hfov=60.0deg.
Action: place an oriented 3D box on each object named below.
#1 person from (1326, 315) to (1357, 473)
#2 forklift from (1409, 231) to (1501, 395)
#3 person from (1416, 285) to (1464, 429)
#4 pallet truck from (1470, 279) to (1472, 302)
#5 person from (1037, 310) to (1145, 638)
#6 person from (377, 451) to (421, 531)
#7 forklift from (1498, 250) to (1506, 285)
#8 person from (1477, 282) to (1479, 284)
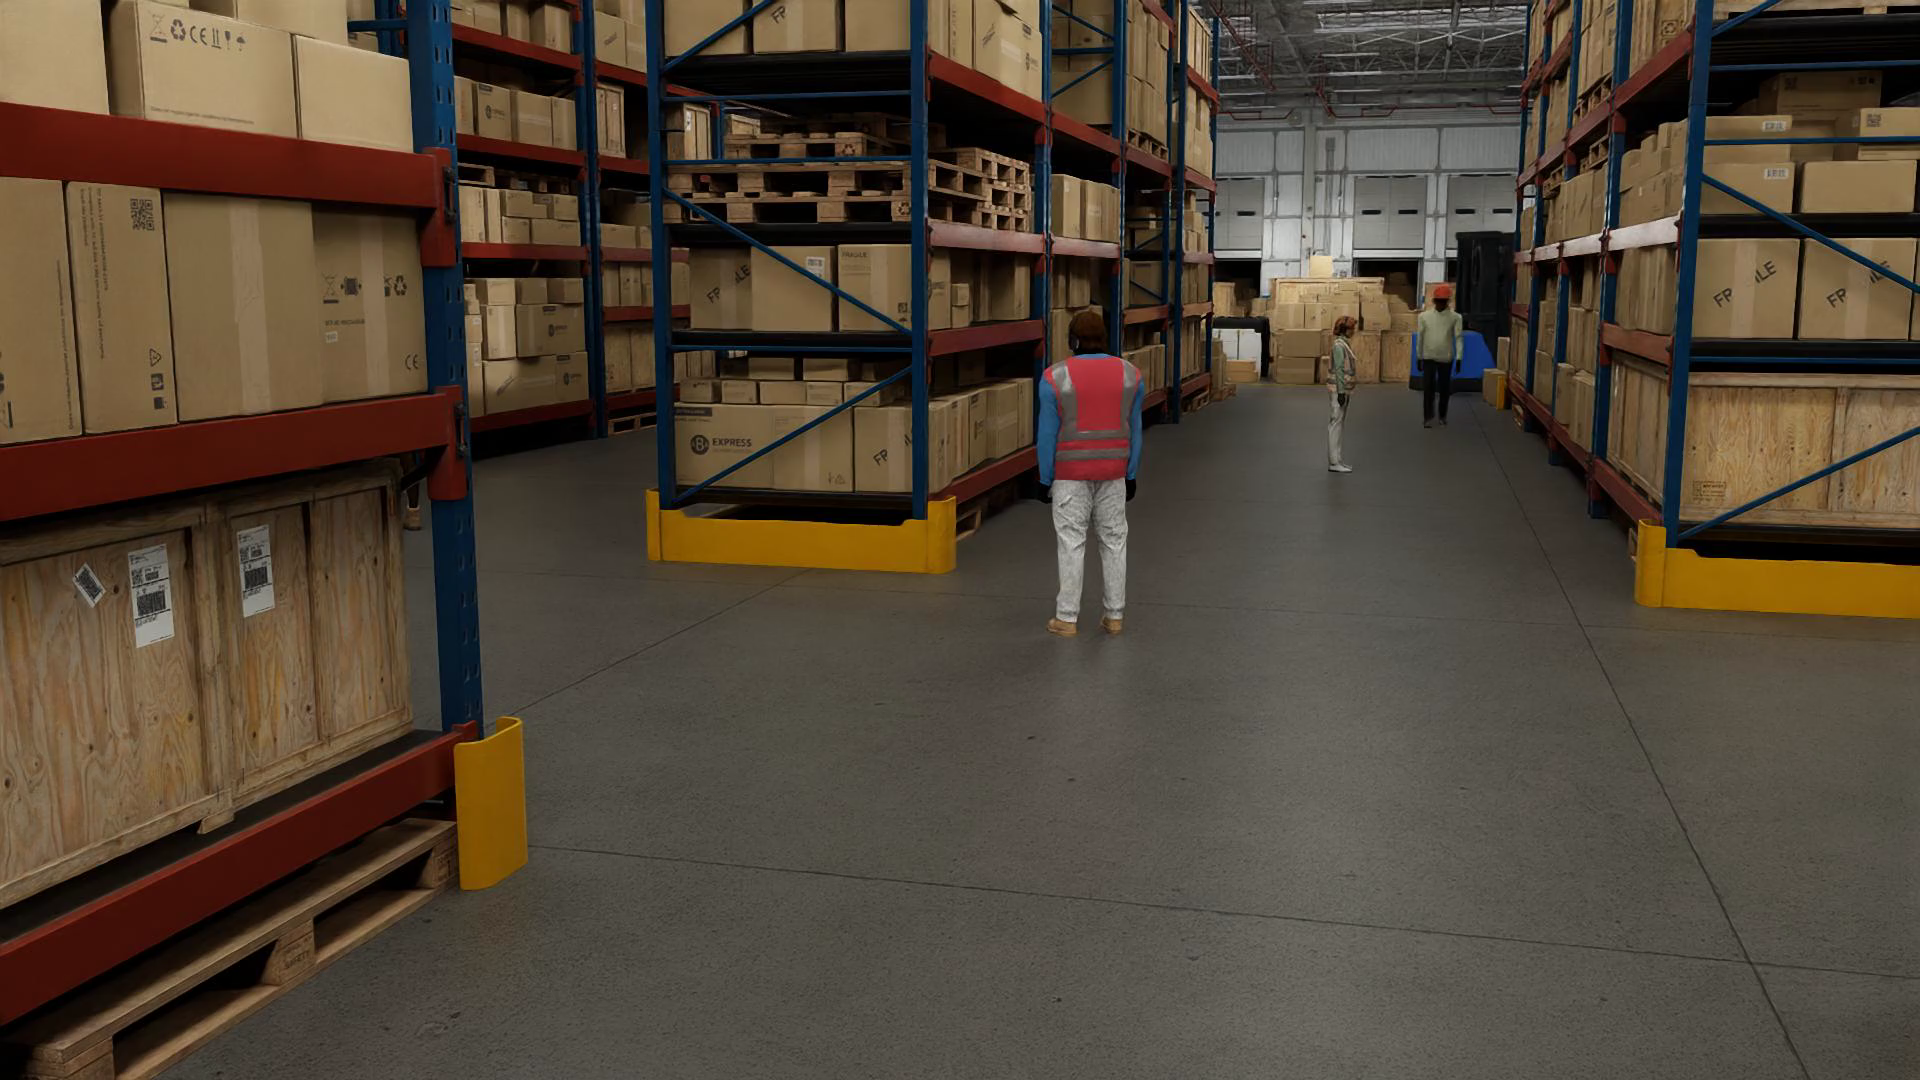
[{"bbox_3d":[3.993,-1.531,17.431,0.308,1.639,0.510,3,9,16],"label":"person"},{"bbox_3d":[8.928,-3.957,28.909,1.873,2.768,1.129,-2,9,-15],"label":"forklift"},{"bbox_3d":[6.532,-2.495,22.645,0.619,1.940,1.056,3,9,17],"label":"person"},{"bbox_3d":[18.896,-8.459,60.307,1.885,1.965,0.823,5,10,31],"label":"pallet truck"},{"bbox_3d":[0.720,-0.366,9.389,0.627,1.844,0.429,-2,9,-15],"label":"person"},{"bbox_3d":[-4.561,-1.058,13.158,0.395,2.040,0.609,7,11,39],"label":"person"},{"bbox_3d":[15.915,-6.937,47.846,1.129,2.768,1.873,1,9,8],"label":"forklift"},{"bbox_3d":[19.205,-8.610,61.607,0.986,1.901,0.564,6,11,35],"label":"person"}]
